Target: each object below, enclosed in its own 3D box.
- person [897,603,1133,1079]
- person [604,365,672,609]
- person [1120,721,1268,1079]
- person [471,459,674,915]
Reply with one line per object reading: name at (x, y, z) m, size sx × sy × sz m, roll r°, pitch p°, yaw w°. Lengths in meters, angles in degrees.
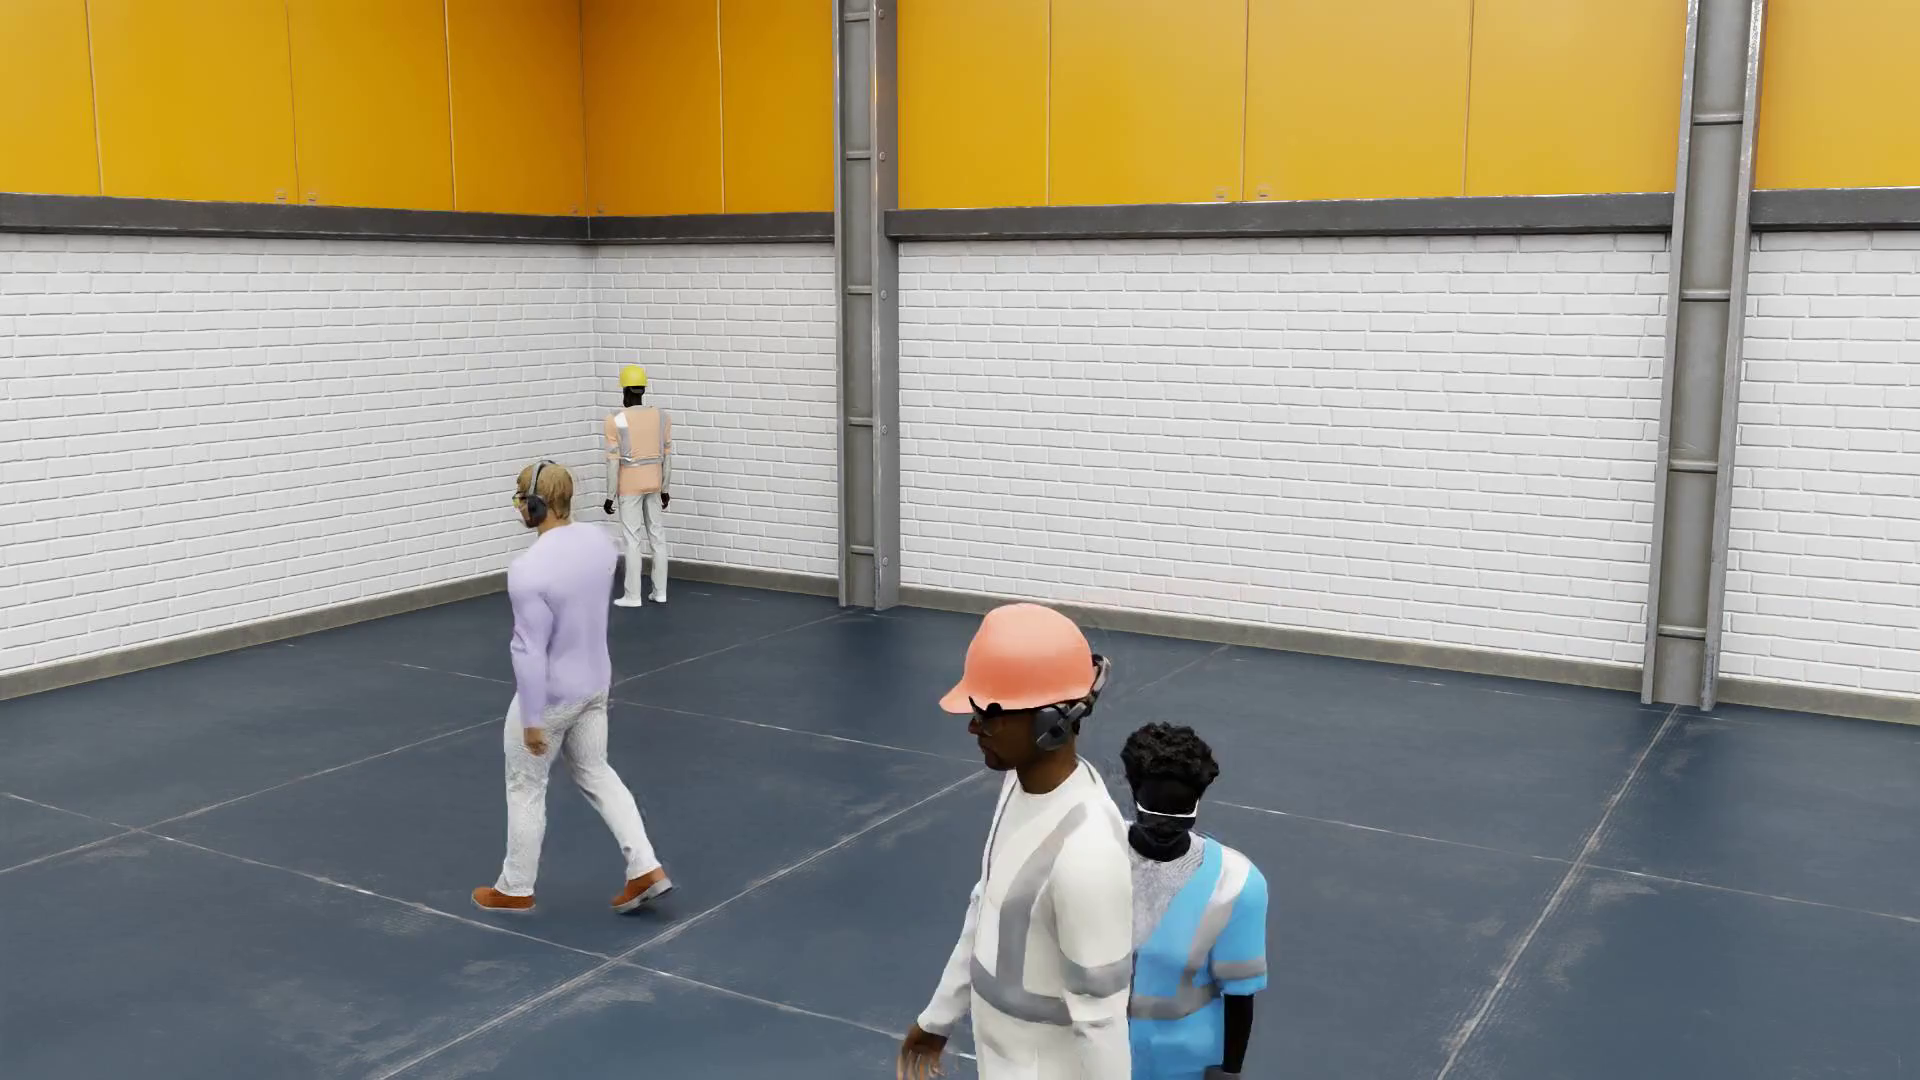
person at (0.150, 1.107, 3.499) m, size 1.021 × 1.994 × 0.622 m, roll -1°, pitch 9°, yaw -4°
person at (-2.558, -0.419, 13.188) m, size 0.585 × 1.928 × 0.368 m, roll -8°, pitch 12°, yaw -41°
person at (0.405, 1.209, 3.831) m, size 0.578 × 1.662 × 0.404 m, roll 2°, pitch 9°, yaw 15°
person at (-1.606, 0.619, 6.771) m, size 0.843 × 1.914 × 0.635 m, roll 4°, pitch 10°, yaw 26°
